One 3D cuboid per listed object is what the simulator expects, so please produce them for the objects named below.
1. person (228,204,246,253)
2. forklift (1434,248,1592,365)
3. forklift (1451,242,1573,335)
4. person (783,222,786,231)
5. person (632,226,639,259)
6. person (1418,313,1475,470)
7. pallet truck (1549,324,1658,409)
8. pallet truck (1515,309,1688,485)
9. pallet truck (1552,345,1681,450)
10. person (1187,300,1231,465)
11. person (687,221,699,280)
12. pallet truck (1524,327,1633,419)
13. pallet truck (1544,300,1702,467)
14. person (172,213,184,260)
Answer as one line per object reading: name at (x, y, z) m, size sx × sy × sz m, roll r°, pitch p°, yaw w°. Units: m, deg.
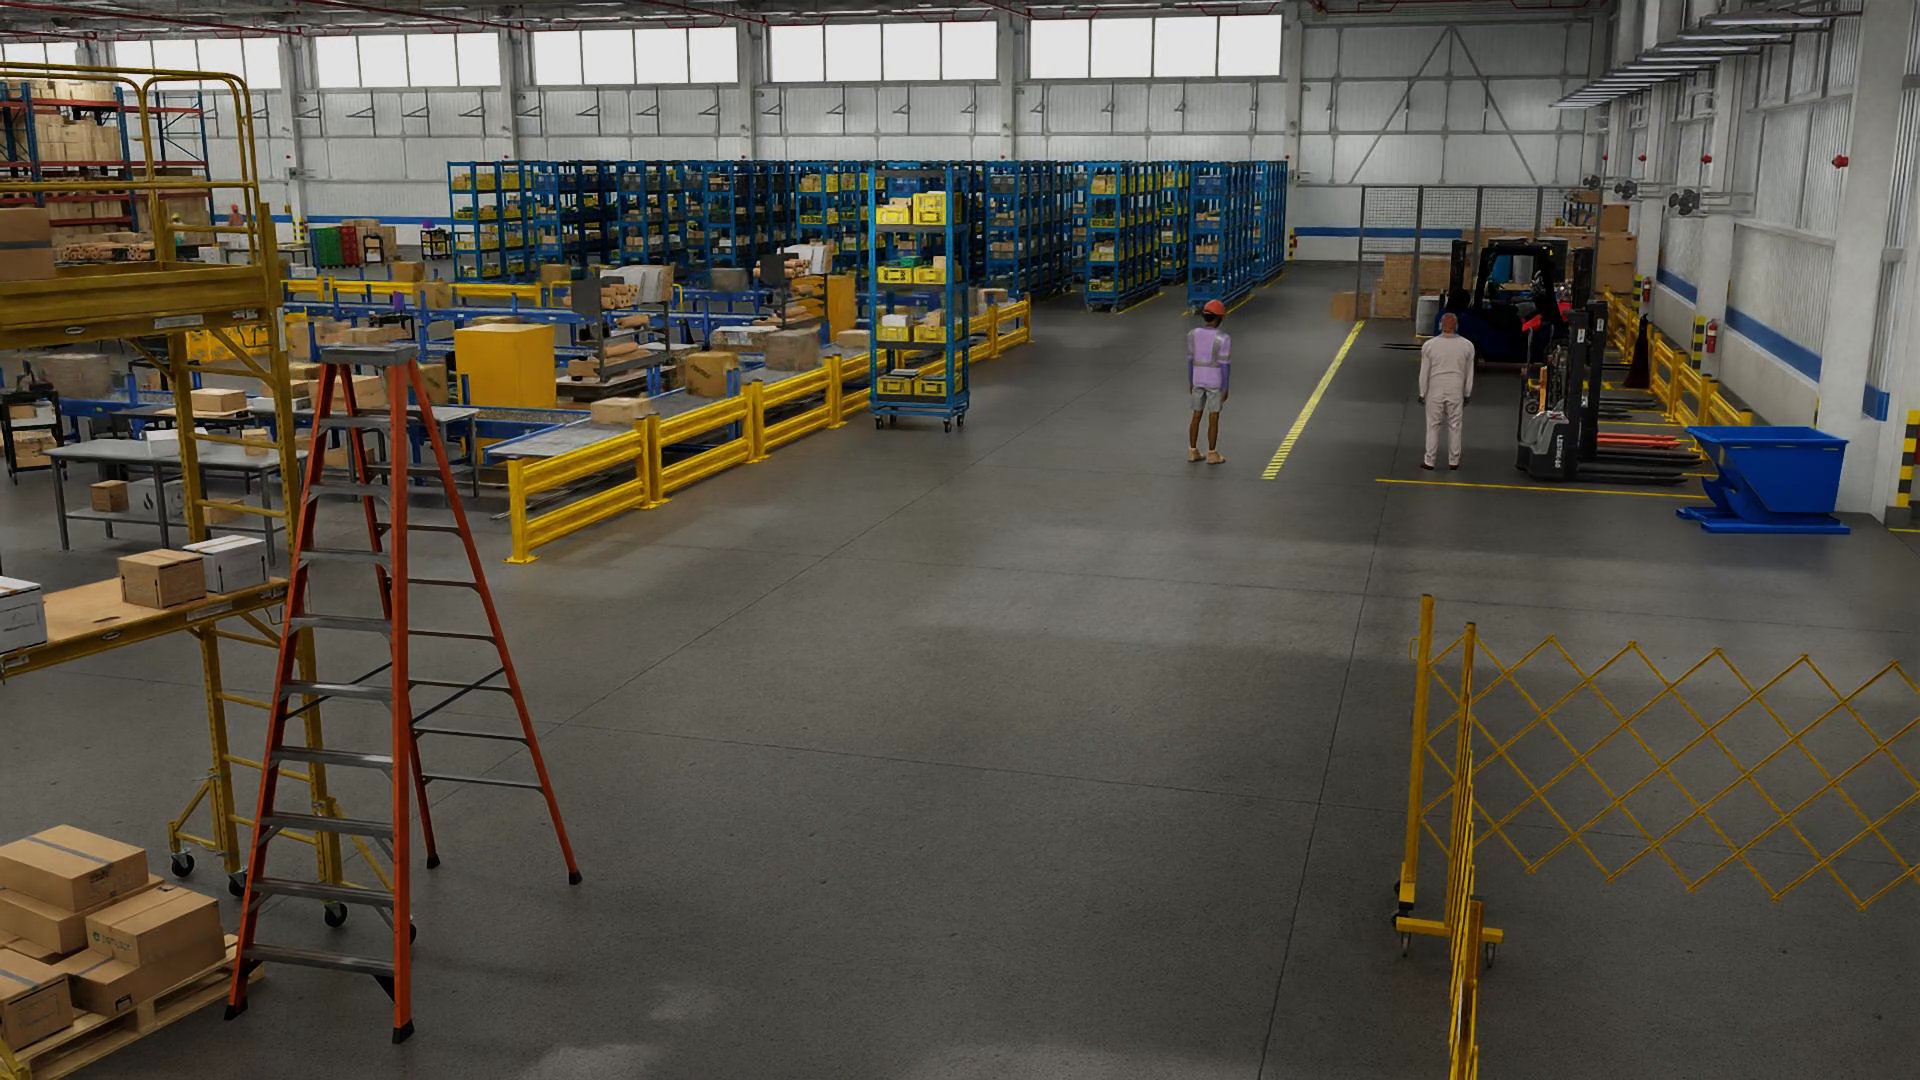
person at (-27.465, -11.772, 63.143) m, size 0.766 × 1.967 × 0.670 m, roll 10°, pitch 16°, yaw 37°
forklift at (9.780, -4.111, 29.280) m, size 2.680 × 1.987 × 1.157 m, roll 3°, pitch 13°, yaw 14°
forklift at (10.464, -4.597, 31.405) m, size 2.680 × 1.987 × 1.157 m, roll 4°, pitch 14°, yaw 16°
person at (-5.465, -8.929, 51.220) m, size 0.986 × 1.799 × 0.588 m, roll 7°, pitch 15°, yaw 27°
person at (-9.884, -8.880, 50.762) m, size 0.583 × 1.900 × 0.632 m, roll -1°, pitch 13°, yaw -4°
person at (5.868, -1.791, 20.135) m, size 0.651 × 1.907 × 0.409 m, roll 1°, pitch 13°, yaw 2°
pallet truck at (9.824, -2.669, 25.407) m, size 1.601 × 1.201 × 0.680 m, roll 4°, pitch 14°, yaw 16°
pallet truck at (7.554, -1.677, 19.446) m, size 1.885 × 1.965 × 0.823 m, roll 3°, pitch 13°, yaw 14°
pallet truck at (8.641, -1.896, 21.908) m, size 1.630 × 1.274 × 0.653 m, roll 4°, pitch 14°, yaw 16°
person at (3.085, -1.941, 20.519) m, size 0.600 × 2.036 × 0.396 m, roll 11°, pitch 17°, yaw 39°
person at (-8.159, -8.870, 50.874) m, size 0.404 × 1.833 × 0.586 m, roll -5°, pitch 14°, yaw -20°
pallet truck at (9.065, -2.460, 24.370) m, size 1.522 × 1.261 × 0.704 m, roll 3°, pitch 13°, yaw 14°
pallet truck at (8.263, -1.952, 20.631) m, size 1.885 × 1.965 × 0.823 m, roll 5°, pitch 14°, yaw 20°
person at (-27.892, -10.782, 59.305) m, size 0.540 × 1.750 × 0.416 m, roll 3°, pitch 13°, yaw 15°
